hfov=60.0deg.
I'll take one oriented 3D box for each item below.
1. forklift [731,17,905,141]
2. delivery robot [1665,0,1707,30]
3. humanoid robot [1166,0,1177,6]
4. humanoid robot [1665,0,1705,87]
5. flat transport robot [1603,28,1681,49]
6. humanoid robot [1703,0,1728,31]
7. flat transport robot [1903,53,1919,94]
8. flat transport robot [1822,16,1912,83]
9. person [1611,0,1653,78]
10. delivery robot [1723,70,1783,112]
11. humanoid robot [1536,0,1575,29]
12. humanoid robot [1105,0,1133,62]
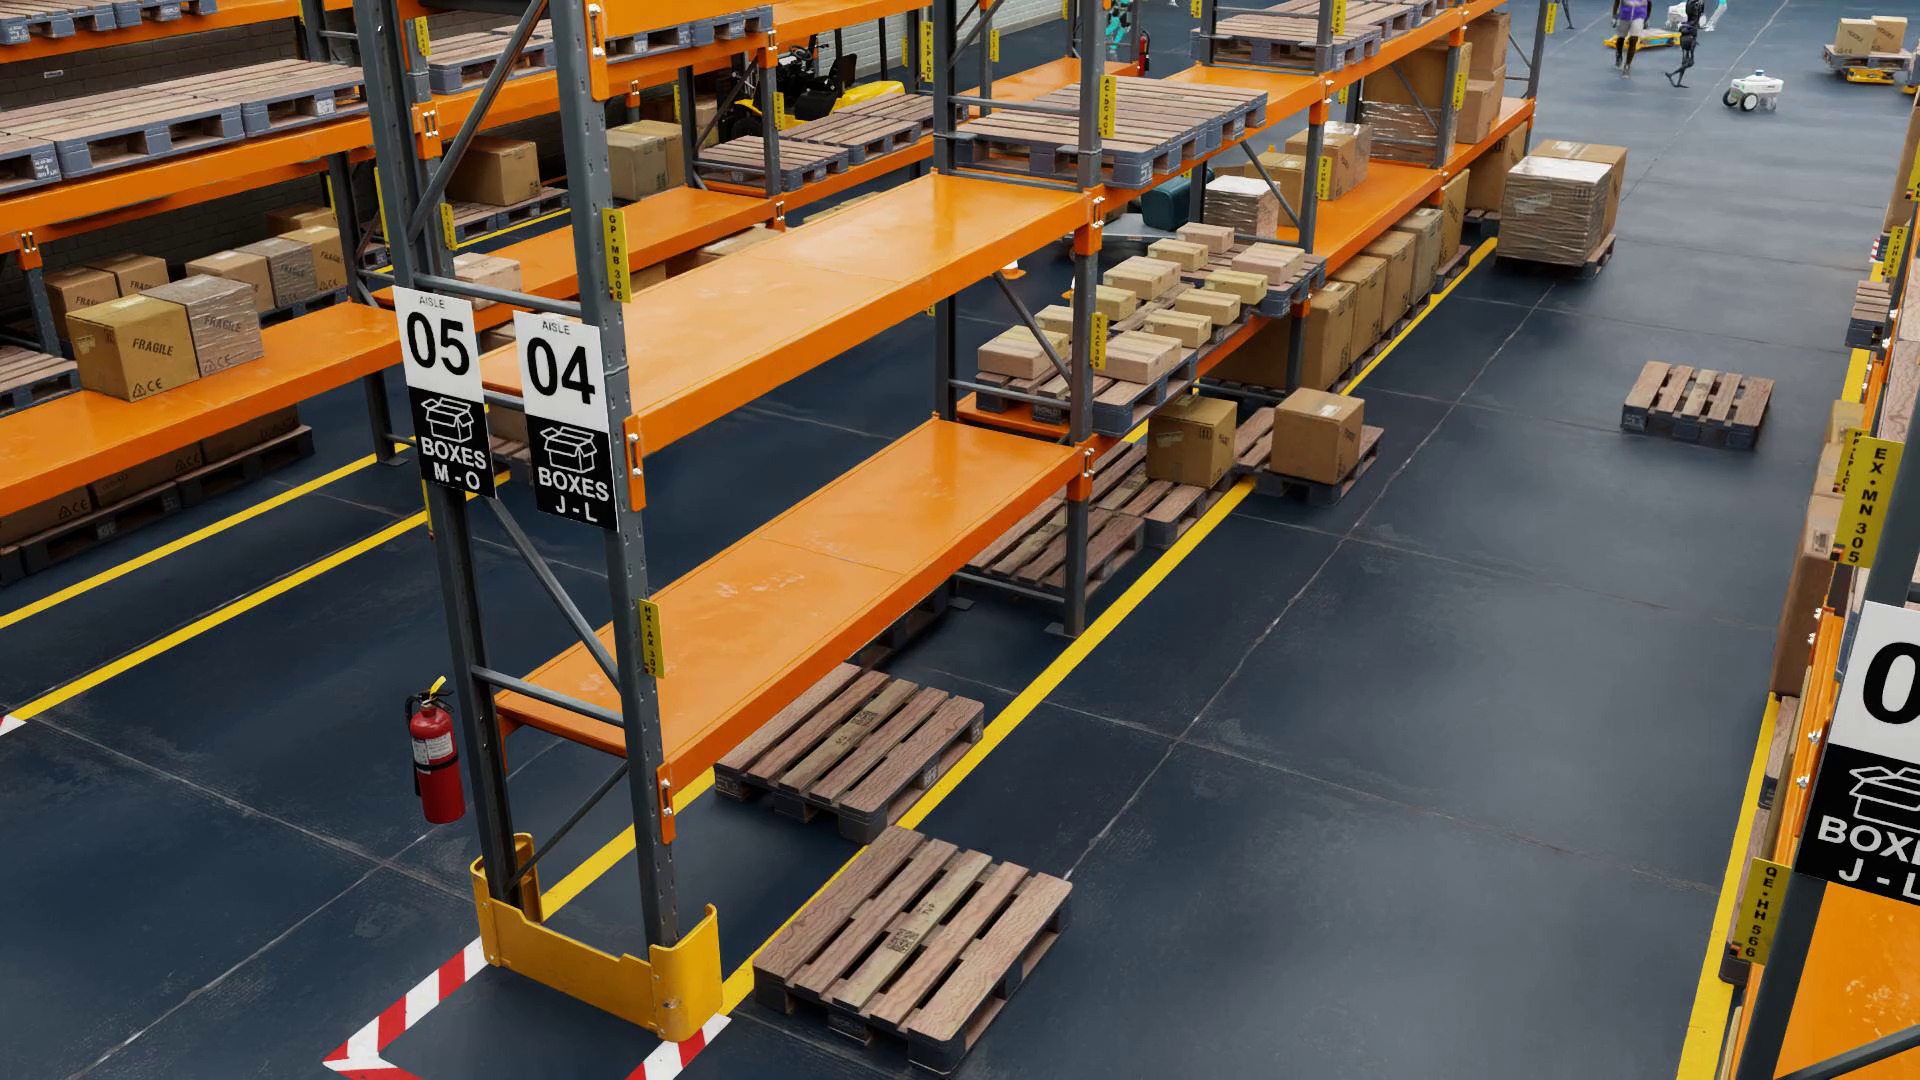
[{"bbox_3d":[-1.819,-5.975,21.543,2.313,2.155,1.214,14,29,26],"label":"forklift"},{"bbox_3d":[14.016,-10.131,32.086,0.792,0.614,0.499,-16,30,-29],"label":"delivery robot"},{"bbox_3d":[4.577,-11.782,34.159,0.986,1.729,0.546,-2,26,-5],"label":"humanoid robot"},{"bbox_3d":[11.516,-8.020,26.391,0.461,1.645,0.601,5,26,10],"label":"humanoid robot"},{"bbox_3d":[12.482,-9.119,30.290,1.431,0.231,0.659,-13,29,-26],"label":"flat transport robot"},{"bbox_3d":[14.437,-10.609,31.656,0.735,1.748,0.532,1,26,1],"label":"humanoid robot"},{"bbox_3d":[15.416,-6.921,25.723,0.659,0.231,1.431,-11,28,-22],"label":"flat transport robot"},{"bbox_3d":[14.938,-7.756,27.457,0.659,0.231,1.431,8,27,16],"label":"flat transport robot"},{"bbox_3d":[11.092,-8.676,27.463,0.605,1.931,0.901,10,28,20],"label":"person"},{"bbox_3d":[11.978,-6.769,25.100,0.785,0.614,0.511,-5,26,-11],"label":"delivery robot"},{"bbox_3d":[11.539,-10.666,31.926,0.759,1.628,0.606,11,28,21],"label":"humanoid robot"},{"bbox_3d":[2.496,-8.497,27.363,0.802,1.808,0.531,-16,30,-29],"label":"humanoid robot"}]
